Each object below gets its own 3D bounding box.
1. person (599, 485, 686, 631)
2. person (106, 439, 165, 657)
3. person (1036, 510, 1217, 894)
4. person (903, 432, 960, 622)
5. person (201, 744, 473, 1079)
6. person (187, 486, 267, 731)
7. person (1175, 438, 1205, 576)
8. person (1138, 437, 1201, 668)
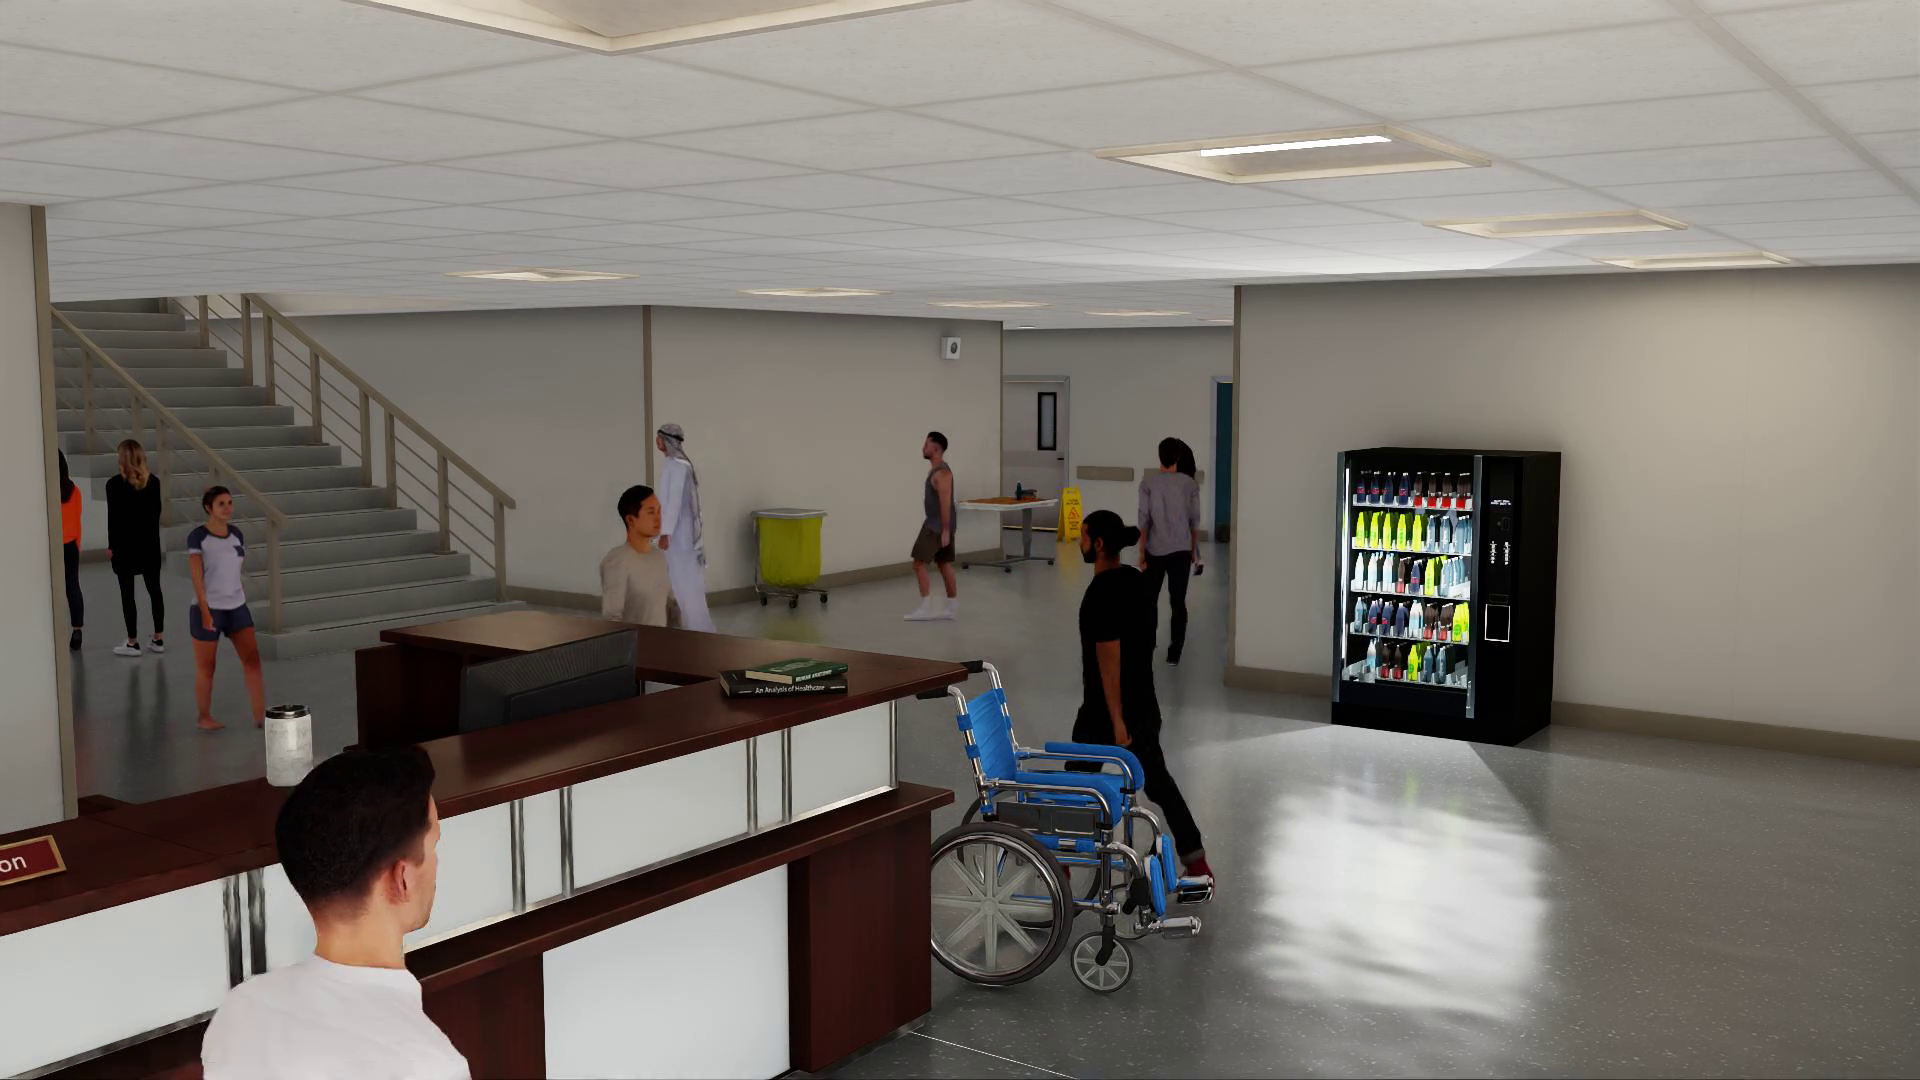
[{"bbox_3d":[-1.672,0.638,8.194,1.148,1.785,0.907,1,6,14],"label":"person"},{"bbox_3d":[-6.873,0.058,13.878,0.518,1.802,0.600,4,7,33],"label":"person"},{"bbox_3d":[0.782,0.761,7.331,1.179,1.712,0.663,4,7,33],"label":"person"},{"bbox_3d":[-0.117,-0.108,15.815,0.938,1.829,0.858,0,6,-2],"label":"person"},{"bbox_3d":[-0.864,1.215,2.177,1.016,1.842,0.746,3,7,31],"label":"person"},{"bbox_3d":[-4.875,0.467,10.832,0.830,1.597,0.564,4,7,35],"label":"person"},{"bbox_3d":[2.541,-0.340,18.828,0.749,1.601,0.844,-3,7,-30],"label":"person"},{"bbox_3d":[1.668,0.132,13.191,1.219,1.791,1.135,0,6,2],"label":"person"}]
